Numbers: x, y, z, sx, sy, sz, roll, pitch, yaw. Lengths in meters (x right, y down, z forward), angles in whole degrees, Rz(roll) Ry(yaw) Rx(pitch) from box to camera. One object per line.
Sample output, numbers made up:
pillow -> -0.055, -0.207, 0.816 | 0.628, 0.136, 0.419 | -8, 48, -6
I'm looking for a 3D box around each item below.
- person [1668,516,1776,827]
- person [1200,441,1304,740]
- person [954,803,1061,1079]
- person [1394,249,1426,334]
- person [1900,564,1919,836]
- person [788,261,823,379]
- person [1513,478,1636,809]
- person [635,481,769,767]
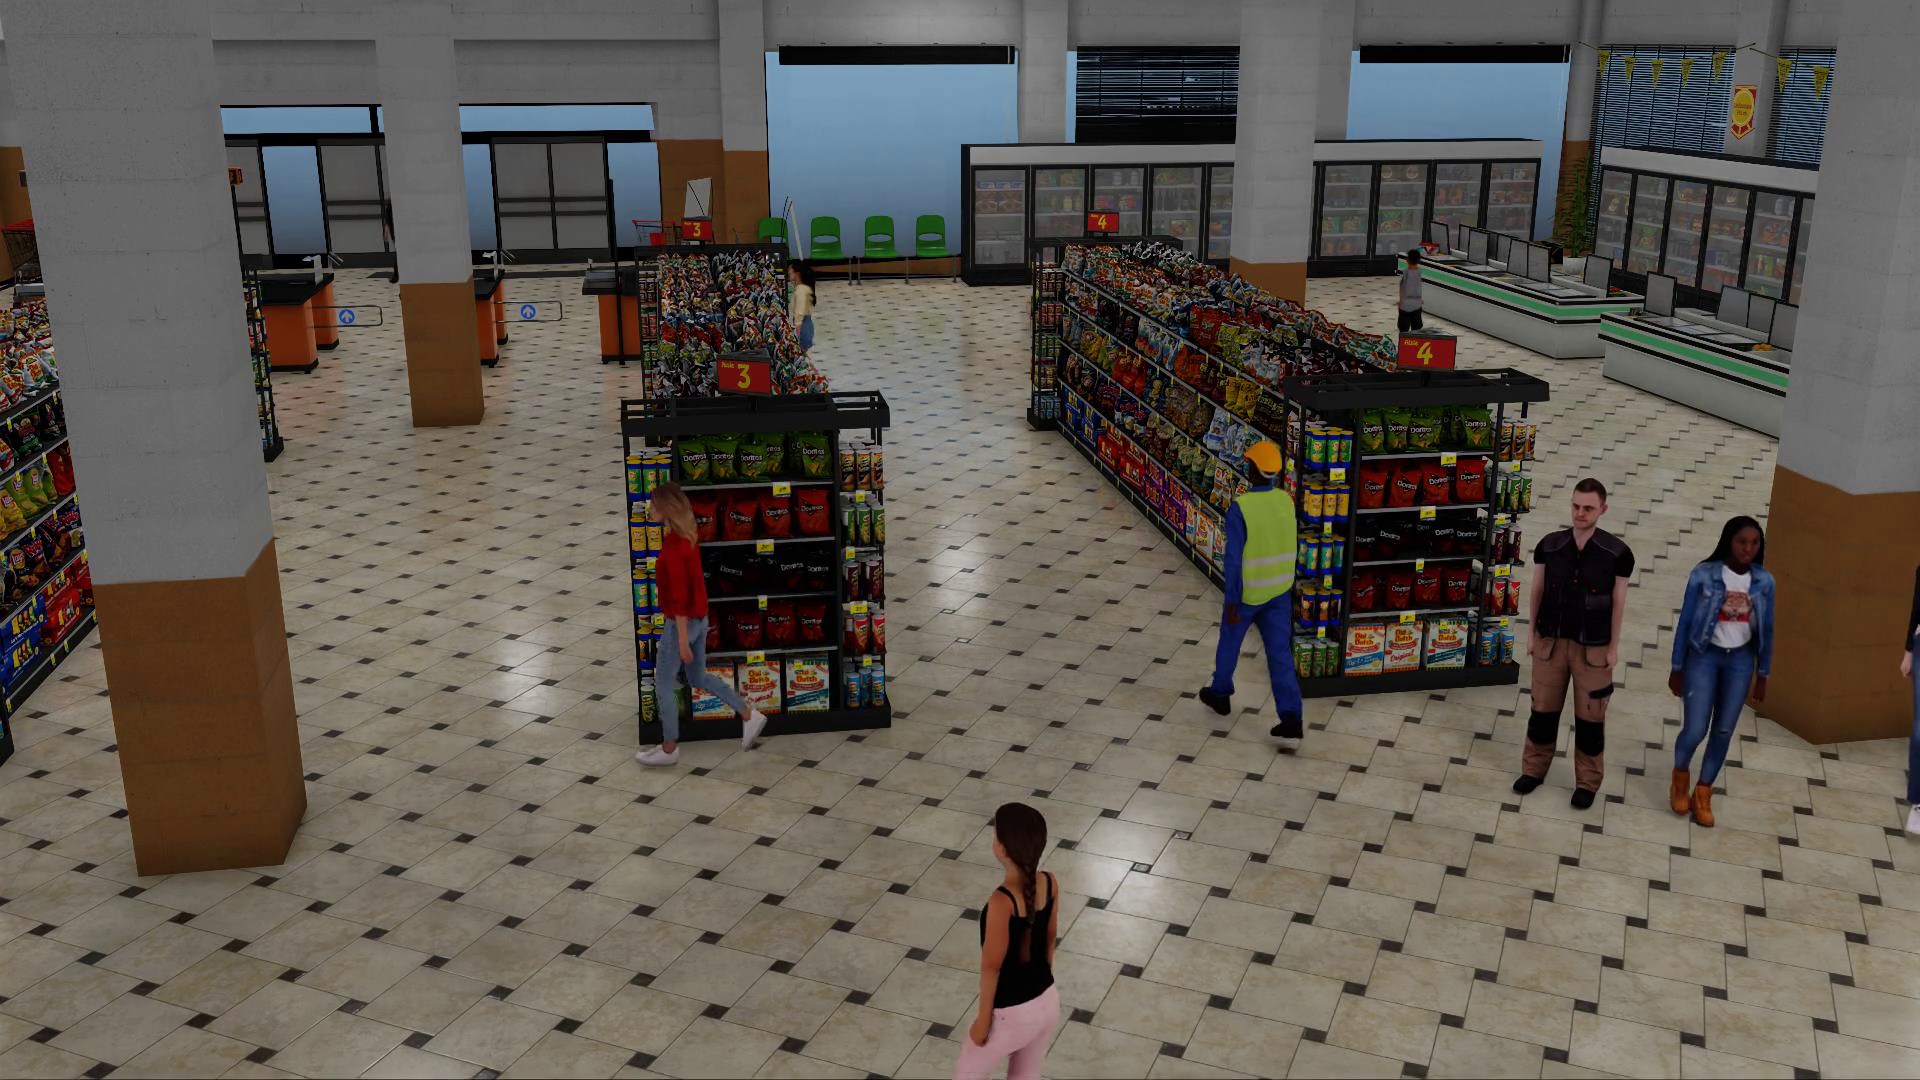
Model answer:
person -> 4.008, 0.670, 8.861 | 0.702, 1.704, 0.700 | 2, 17, 5
person -> 1.819, 0.340, 9.829 | 0.847, 1.773, 1.250 | -7, 18, -21
person -> 0.244, 1.675, 5.815 | 0.671, 1.550, 0.722 | -16, 23, -42
person -> 5.939, -3.156, 21.888 | 0.573, 1.456, 0.493 | -3, 17, -8
person -> 5.274, 0.647, 8.875 | 1.128, 1.740, 1.259 | 10, 19, 29
person -> -1.721, -2.370, 19.015 | 0.742, 1.621, 0.666 | 0, 17, -1
person -> 3.359, 0.541, 9.051 | 0.764, 1.841, 0.817 | 11, 20, 31
person -> -1.487, 0.501, 9.457 | 0.812, 1.681, 0.987 | 1, 17, 2
